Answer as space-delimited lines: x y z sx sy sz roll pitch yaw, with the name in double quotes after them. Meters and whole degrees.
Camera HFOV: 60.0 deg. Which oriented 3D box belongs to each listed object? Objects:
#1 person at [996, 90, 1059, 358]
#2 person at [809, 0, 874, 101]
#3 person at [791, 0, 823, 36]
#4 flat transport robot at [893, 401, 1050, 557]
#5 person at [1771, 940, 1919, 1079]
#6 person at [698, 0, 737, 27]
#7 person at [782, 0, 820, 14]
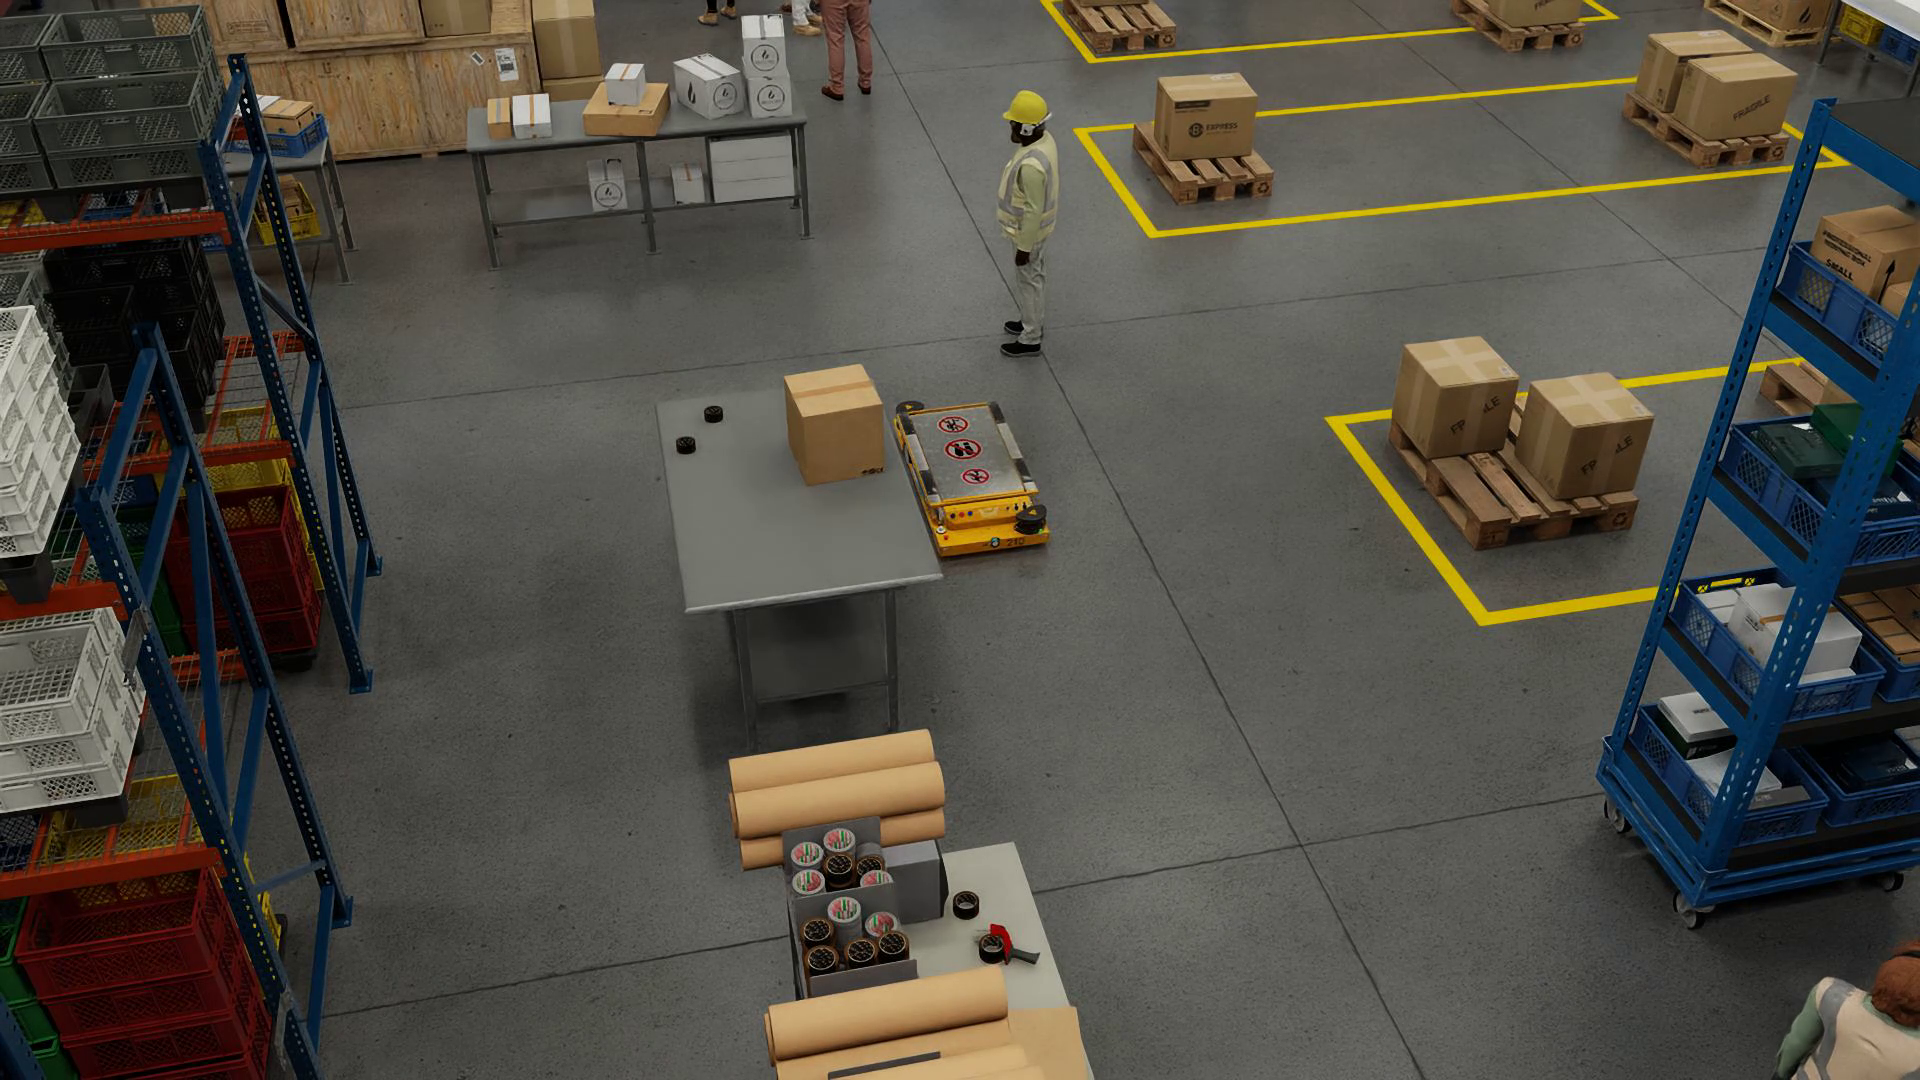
0.441 -2.090 11.041 0.404 1.830 0.603 5 37 7 "person"
-1.043 -4.864 14.713 0.636 1.904 0.405 -17 40 -21 "person"
-1.510 -5.851 16.097 0.430 1.834 0.643 6 37 8 "person"
0.046 -0.430 10.108 0.652 0.197 1.431 -8 37 -10 "flat transport robot"
3.036 1.985 5.730 0.314 1.631 0.519 -29 45 -33 "person"
-2.453 -5.922 16.303 0.317 1.695 0.540 29 46 33 "person"
-1.633 -6.176 16.506 0.533 1.864 0.310 -19 41 -23 "person"
